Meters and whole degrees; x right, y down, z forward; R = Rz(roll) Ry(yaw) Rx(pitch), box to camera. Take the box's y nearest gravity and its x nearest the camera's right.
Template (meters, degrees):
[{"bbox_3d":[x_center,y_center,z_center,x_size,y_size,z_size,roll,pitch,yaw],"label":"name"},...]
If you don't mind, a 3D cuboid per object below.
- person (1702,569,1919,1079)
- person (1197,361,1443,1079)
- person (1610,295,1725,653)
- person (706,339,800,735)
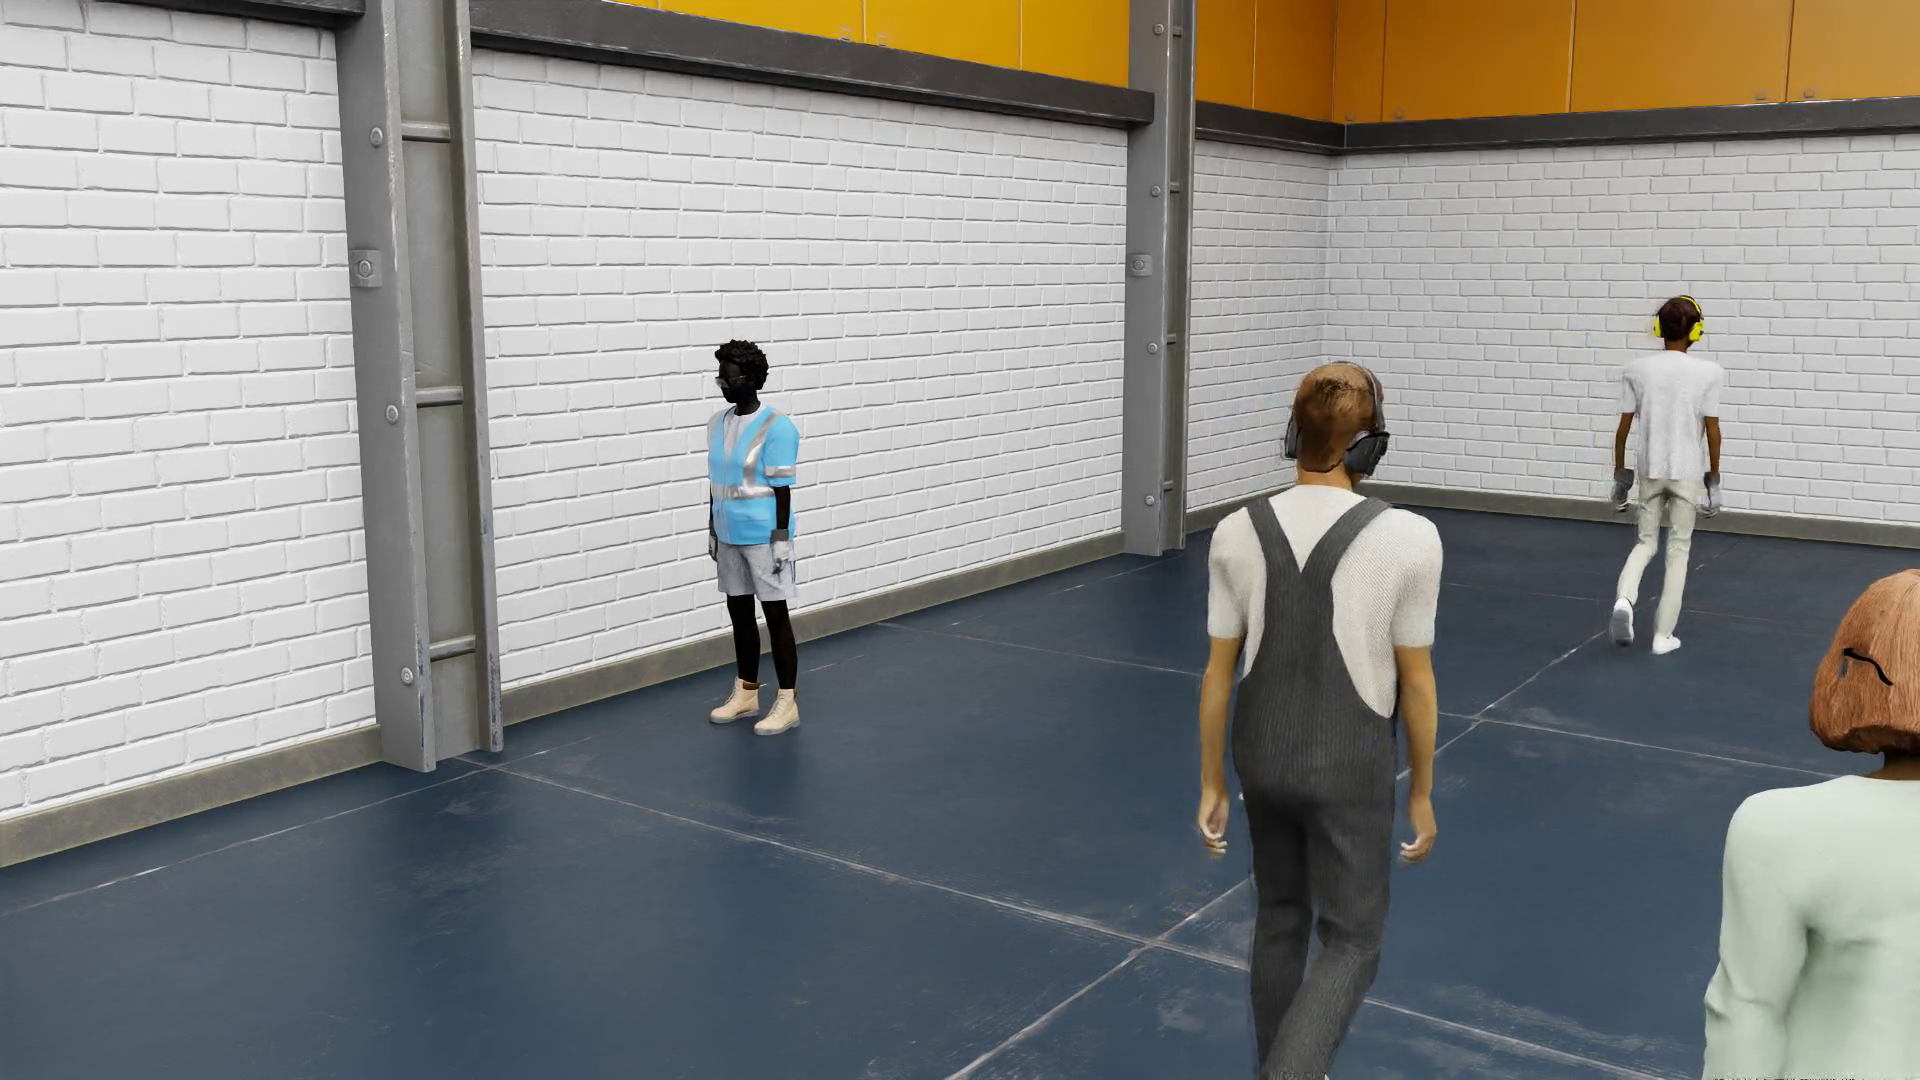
[{"bbox_3d":[1.244,0.848,2.233,0.495,1.623,0.293,0,10,1],"label":"person"},{"bbox_3d":[0.728,0.531,3.548,0.509,1.820,0.708,6,11,33],"label":"person"},{"bbox_3d":[3.595,-0.311,8.451,0.516,1.856,0.551,8,12,40],"label":"person"},{"bbox_3d":[-0.905,-0.014,7.168,0.530,1.693,0.318,8,12,40],"label":"person"}]
